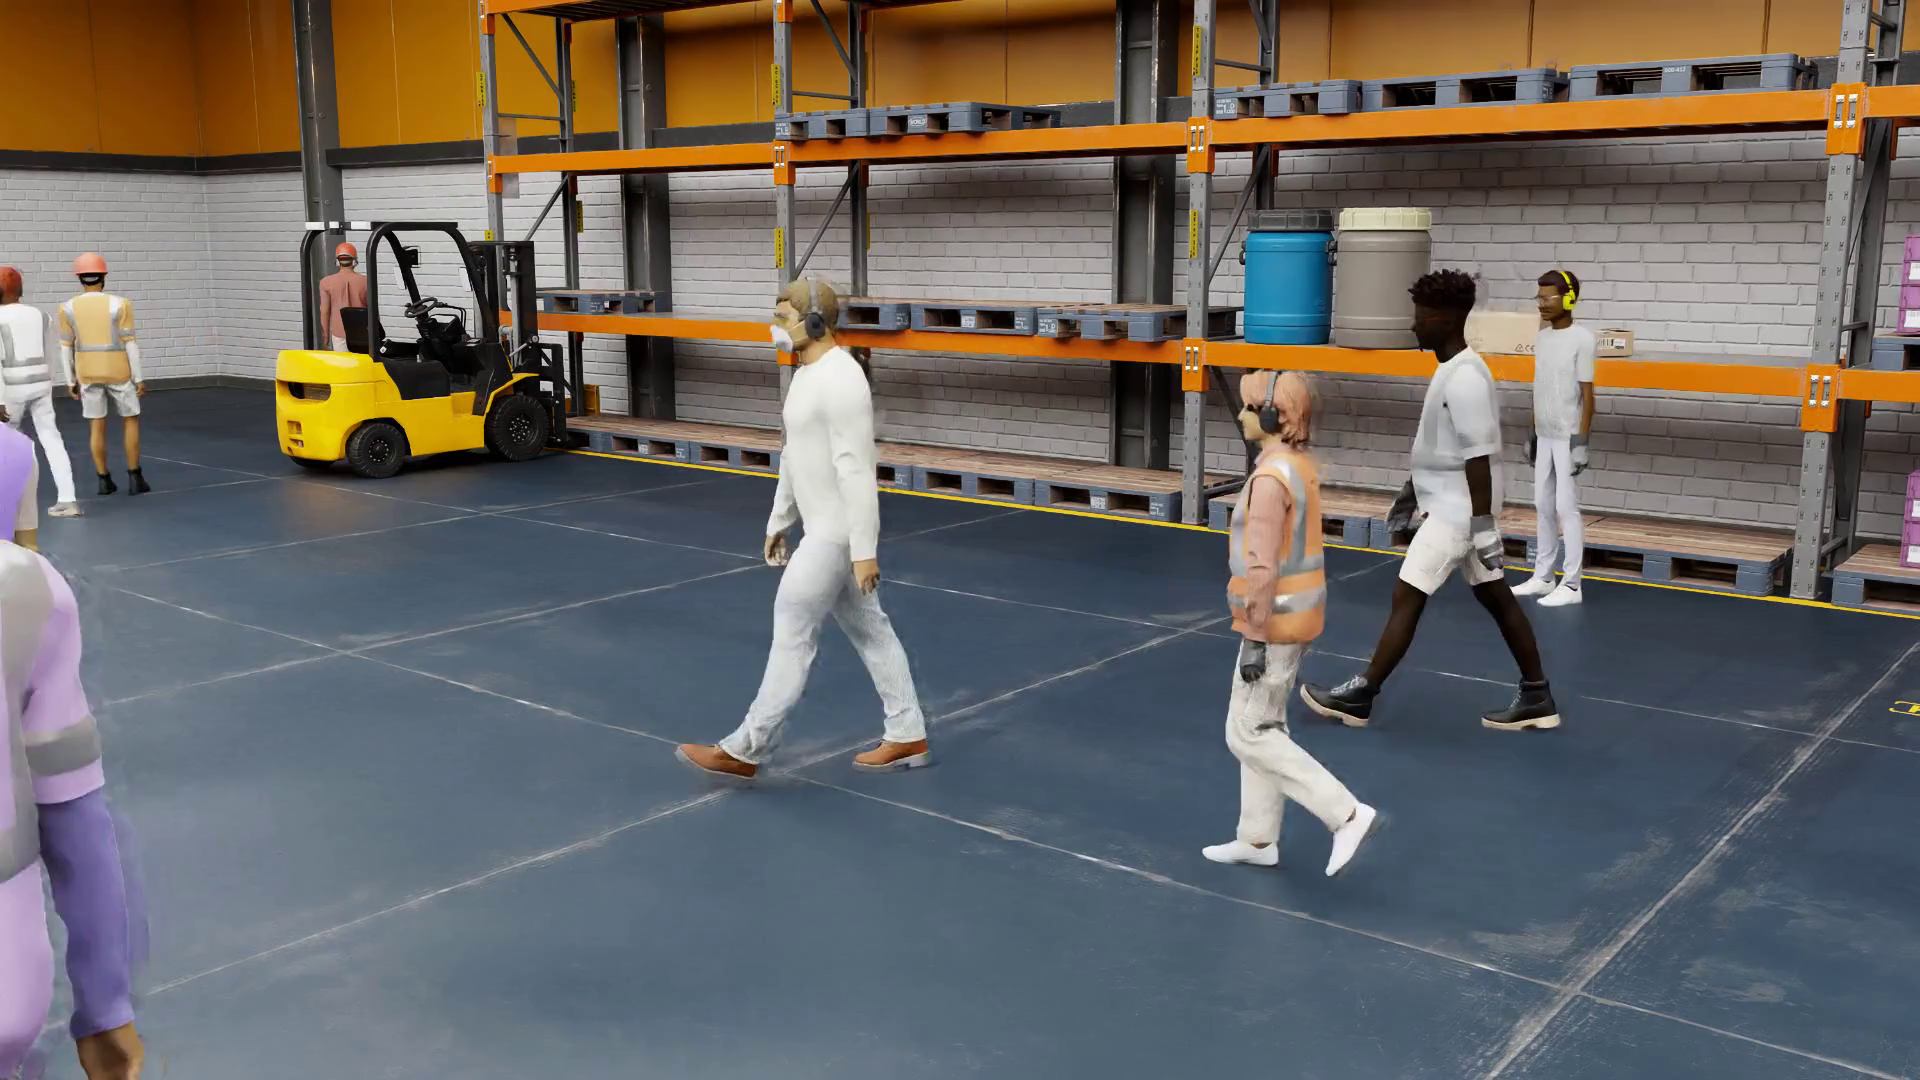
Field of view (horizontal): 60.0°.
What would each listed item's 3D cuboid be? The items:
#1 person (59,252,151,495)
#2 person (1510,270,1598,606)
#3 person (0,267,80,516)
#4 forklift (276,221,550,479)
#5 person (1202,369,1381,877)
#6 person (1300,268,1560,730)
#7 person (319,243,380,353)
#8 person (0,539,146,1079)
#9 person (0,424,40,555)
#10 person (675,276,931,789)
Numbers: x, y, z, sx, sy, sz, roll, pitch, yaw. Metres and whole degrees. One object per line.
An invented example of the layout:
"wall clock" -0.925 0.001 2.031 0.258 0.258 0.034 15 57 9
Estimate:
"person" -6.778 -1.306 13.186 0.590 1.928 0.412 -2 10 -11
"person" 3.328 -0.563 9.272 0.328 1.861 0.541 -3 11 -16
"person" -6.900 -1.082 12.226 1.010 1.825 0.596 5 11 26
"forklift" -4.922 -1.741 14.854 1.214 2.155 2.313 8 13 38
"person" 1.039 0.282 5.195 0.495 1.629 0.526 4 11 20
"person" 1.994 -0.142 6.800 1.059 1.907 0.609 3 11 18
"person" -6.735 -2.282 18.406 0.623 1.989 0.399 -3 11 -18
"person" -1.453 0.655 2.210 1.087 1.977 0.636 5 11 24
"person" -2.861 0.283 4.656 0.575 1.822 0.792 -7 13 -36
"person" -0.560 -0.022 6.169 1.010 1.884 0.652 -2 10 -13
